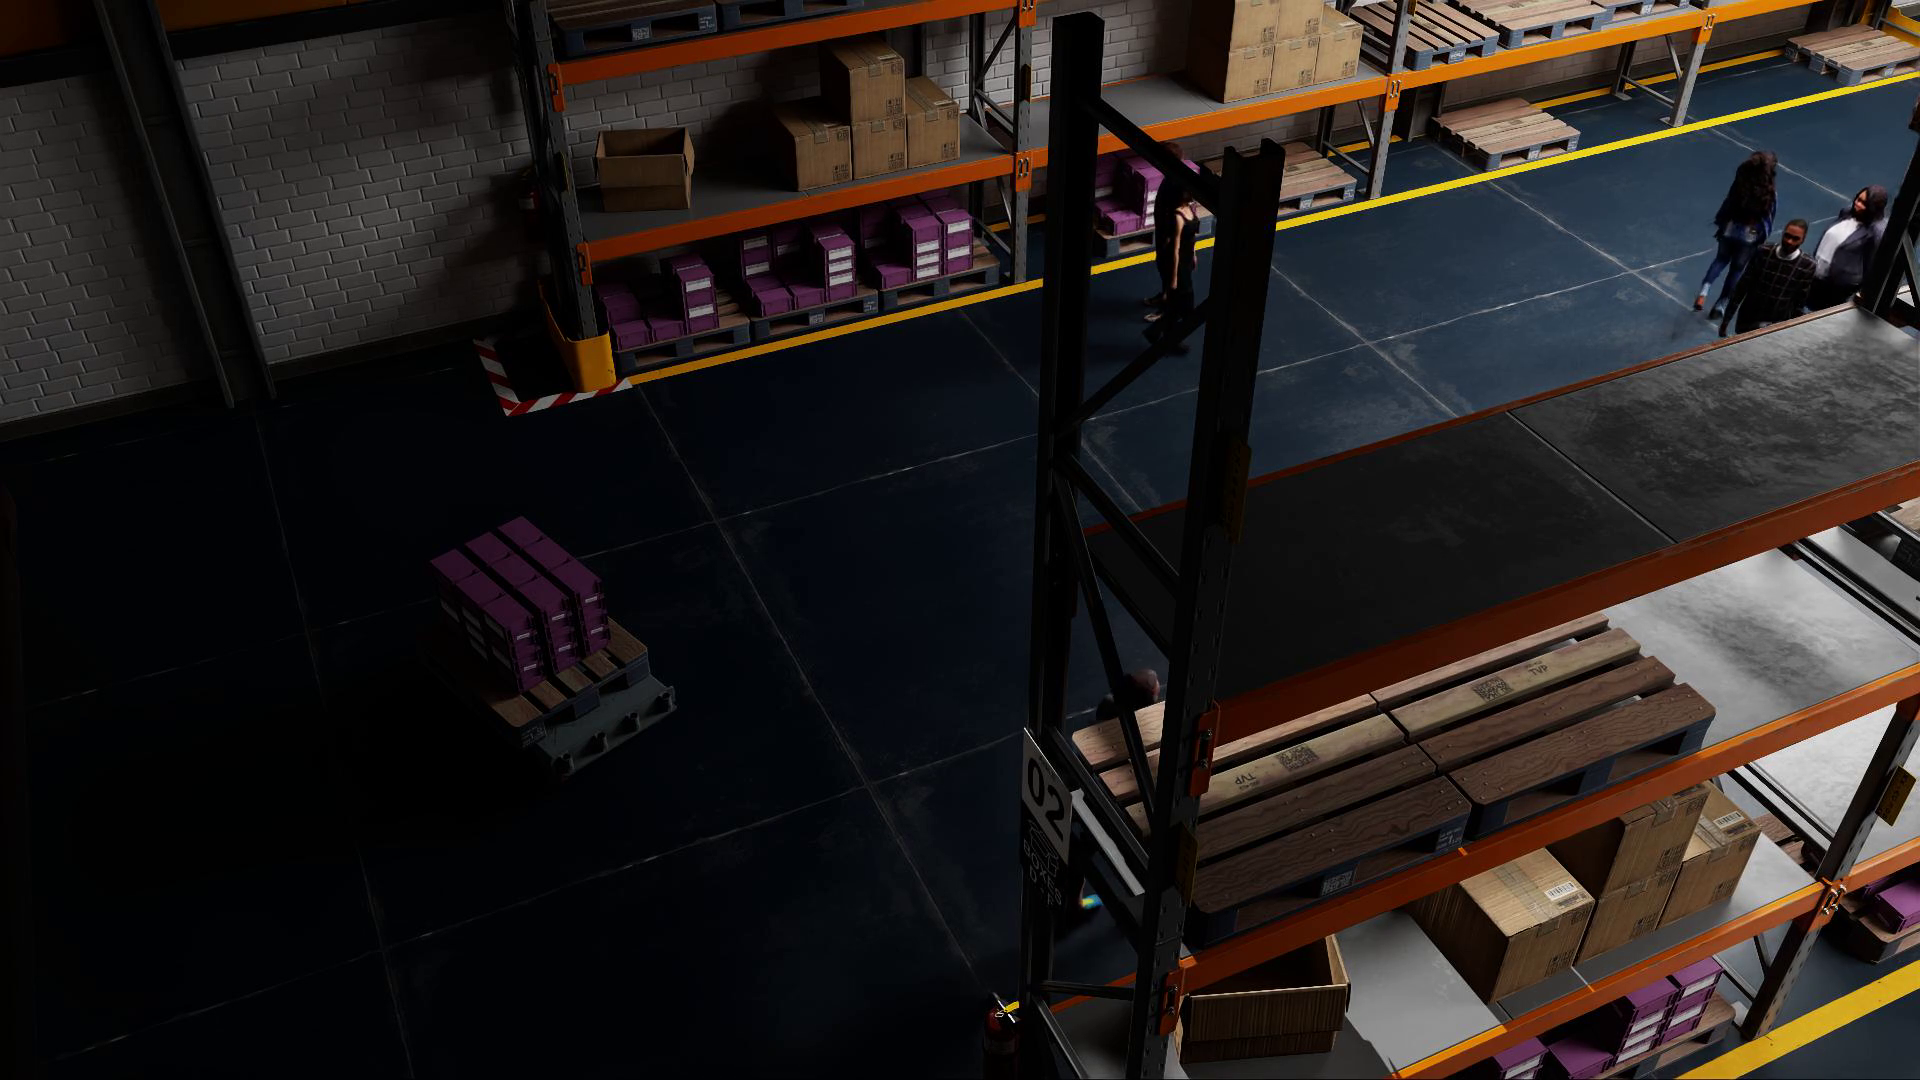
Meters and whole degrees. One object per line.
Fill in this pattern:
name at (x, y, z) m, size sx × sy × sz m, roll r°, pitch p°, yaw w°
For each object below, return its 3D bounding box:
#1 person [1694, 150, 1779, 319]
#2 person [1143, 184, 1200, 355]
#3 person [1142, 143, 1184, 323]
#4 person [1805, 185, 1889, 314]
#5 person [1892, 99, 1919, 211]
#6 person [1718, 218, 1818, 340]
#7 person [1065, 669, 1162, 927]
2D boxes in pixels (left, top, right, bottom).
person at (6.738, -2.612, 14.425) m, size 0.772 × 1.613 × 0.723 m, roll -29°, pitch 47°, yaw -32°
person at (1.757, -2.302, 13.983) m, size 0.809 × 1.679 × 0.748 m, roll 8°, pitch 39°, yaw 10°
person at (1.830, -2.697, 14.502) m, size 0.671 × 1.650 × 0.671 m, roll 1°, pitch 39°, yaw 2°
person at (7.471, -2.275, 14.026) m, size 0.832 × 1.584 × 0.732 m, roll -11°, pitch 40°, yaw -13°
person at (9.396, -3.988, 16.014) m, size 1.033 × 1.781 × 0.794 m, roll -26°, pitch 45°, yaw -29°
person at (6.414, -1.783, 13.256) m, size 0.974 × 1.777 × 1.285 m, roll 29°, pitch 47°, yaw 31°
person at (0.785, 1.471, 9.122) m, size 1.136 × 1.851 × 0.806 m, roll -26°, pitch 45°, yaw -29°
